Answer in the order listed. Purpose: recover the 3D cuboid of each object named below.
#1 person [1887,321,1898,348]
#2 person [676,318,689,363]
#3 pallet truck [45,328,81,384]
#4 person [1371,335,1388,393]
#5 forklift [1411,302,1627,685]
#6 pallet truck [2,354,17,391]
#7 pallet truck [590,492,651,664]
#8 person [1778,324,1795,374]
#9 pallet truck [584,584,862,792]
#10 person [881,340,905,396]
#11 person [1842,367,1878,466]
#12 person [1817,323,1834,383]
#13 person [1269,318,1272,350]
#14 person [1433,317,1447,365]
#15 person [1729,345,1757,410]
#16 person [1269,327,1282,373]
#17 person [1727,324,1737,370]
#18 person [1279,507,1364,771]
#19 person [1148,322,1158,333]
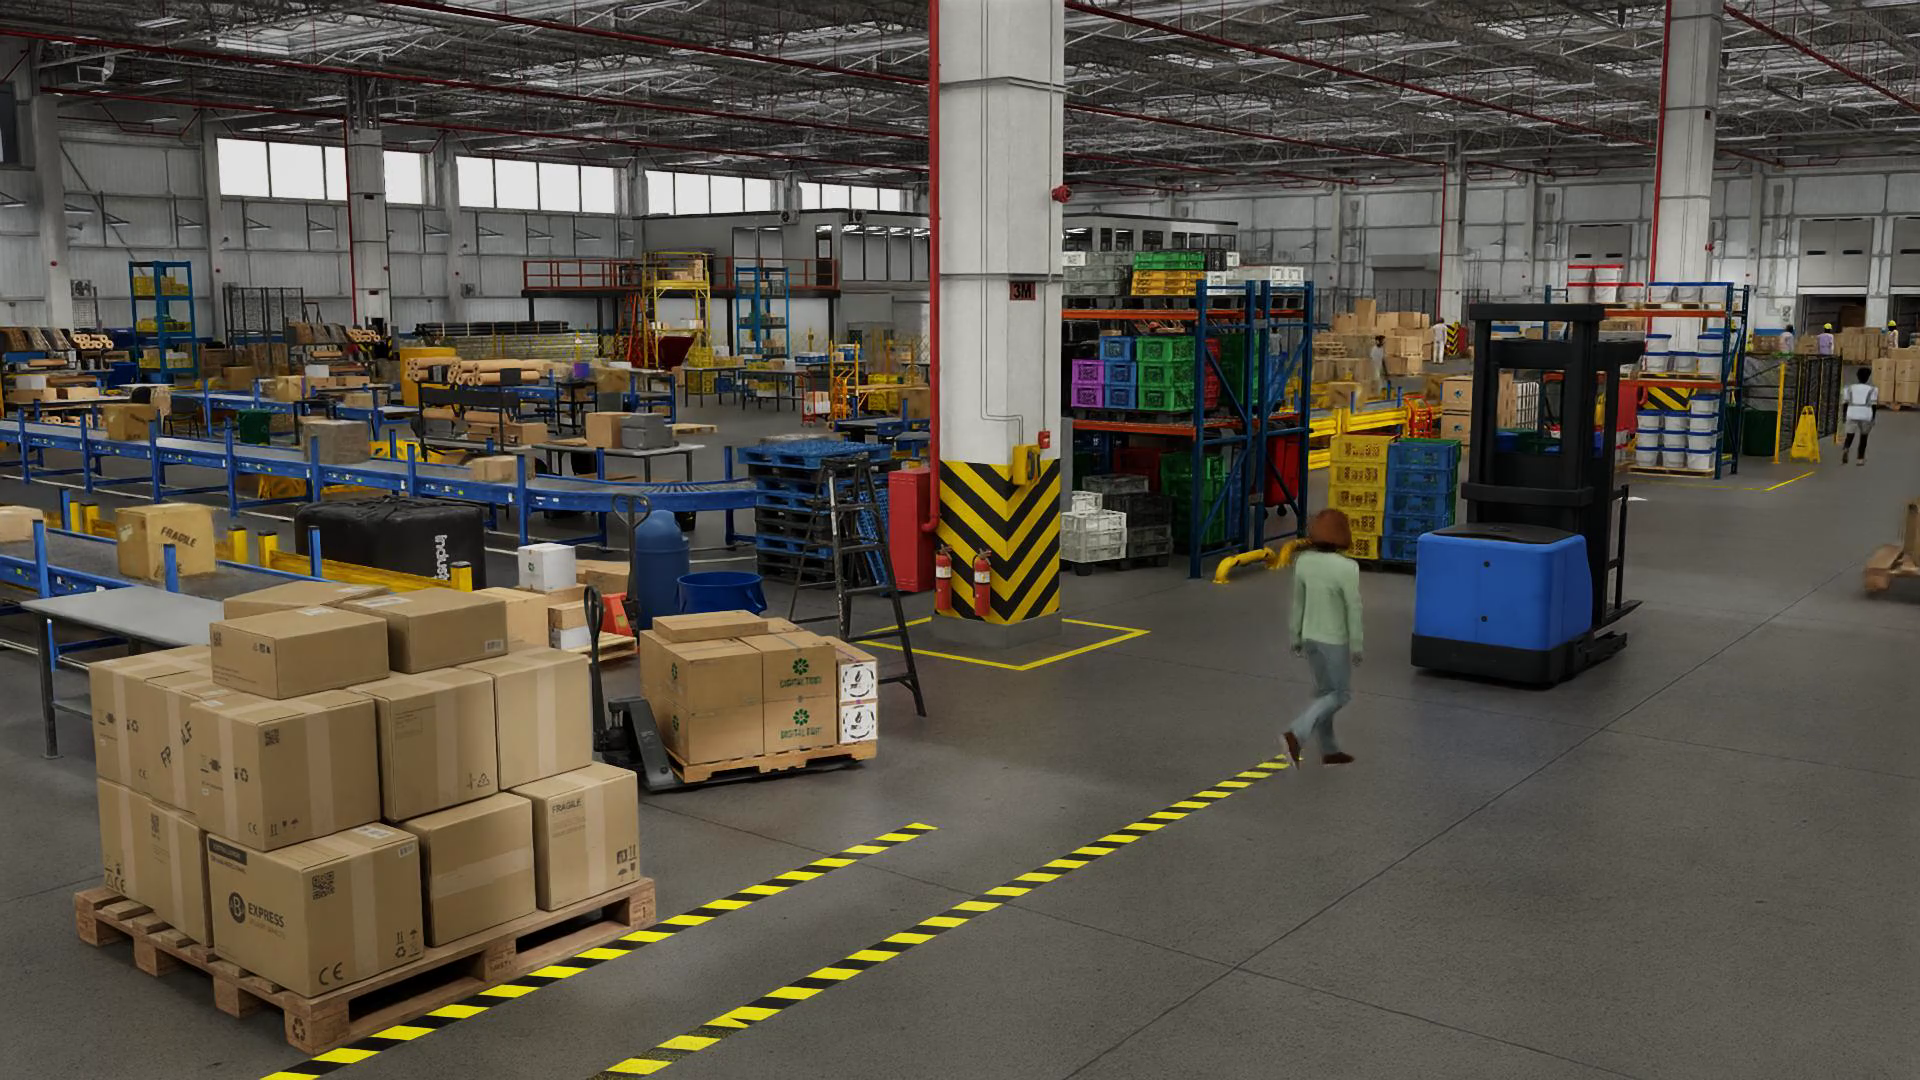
[{"bbox_3d":[33.238,-6.854,59.352,0.402,1.919,0.587,1,9,7],"label":"person"},{"bbox_3d":[-11.559,-8.289,69.187,0.412,1.872,0.578,7,11,39],"label":"person"},{"bbox_3d":[-23.775,-4.544,43.495,1.885,1.965,0.823,6,10,35],"label":"pallet truck"},{"bbox_3d":[10.810,-4.348,42.758,0.967,1.817,0.542,7,11,38],"label":"person"},{"bbox_3d":[4.379,-0.438,12.852,1.129,2.768,1.873,7,11,37],"label":"forklift"},{"bbox_3d":[-24.881,-4.417,42.634,1.885,1.965,0.823,8,11,41],"label":"pallet truck"},{"bbox_3d":[-3.115,0.344,12.883,0.653,1.274,1.630,7,11,37],"label":"pallet truck"},{"bbox_3d":[28.716,-6.562,57.679,0.460,1.820,0.648,-1,8,-3],"label":"person"},{"bbox_3d":[-1.426,0.805,10.019,1.601,1.201,0.680,-4,9,-26],"label":"pallet truck"},{"bbox_3d":[-1.683,-4.175,41.918,0.541,1.720,0.896,-7,11,-40],"label":"person"},{"bbox_3d":[15.028,-2.060,27.806,0.543,1.676,0.569,7,11,40],"label":"person"},{"bbox_3d":[28.018,-6.045,53.846,0.366,1.927,0.585,-4,9,-25],"label":"person"},{"bbox_3d":[13.233,-8.601,71.403,0.657,1.829,0.452,3,9,17],"label":"person"},{"bbox_3d":[19.478,-8.070,67.516,0.623,1.932,0.373,8,12,43],"label":"person"},{"bbox_3d":[16.826,-3.306,35.777,0.651,1.812,0.451,-4,9,-24],"label":"person"},{"bbox_3d":[10.225,-6.058,54.150,0.518,1.865,0.328,0,8,-2],"label":"person"},{"bbox_3d":[28.992,-7.238,62.514,0.486,1.742,0.300,-2,9,-14],"label":"person"},{"bbox_3d":[2.175,0.608,10.020,0.610,1.617,0.509,-5,10,-30],"label":"person"},{"bbox_3d":[5.819,-5.562,50.201,0.380,2.041,0.616,5,10,30],"label":"person"}]
